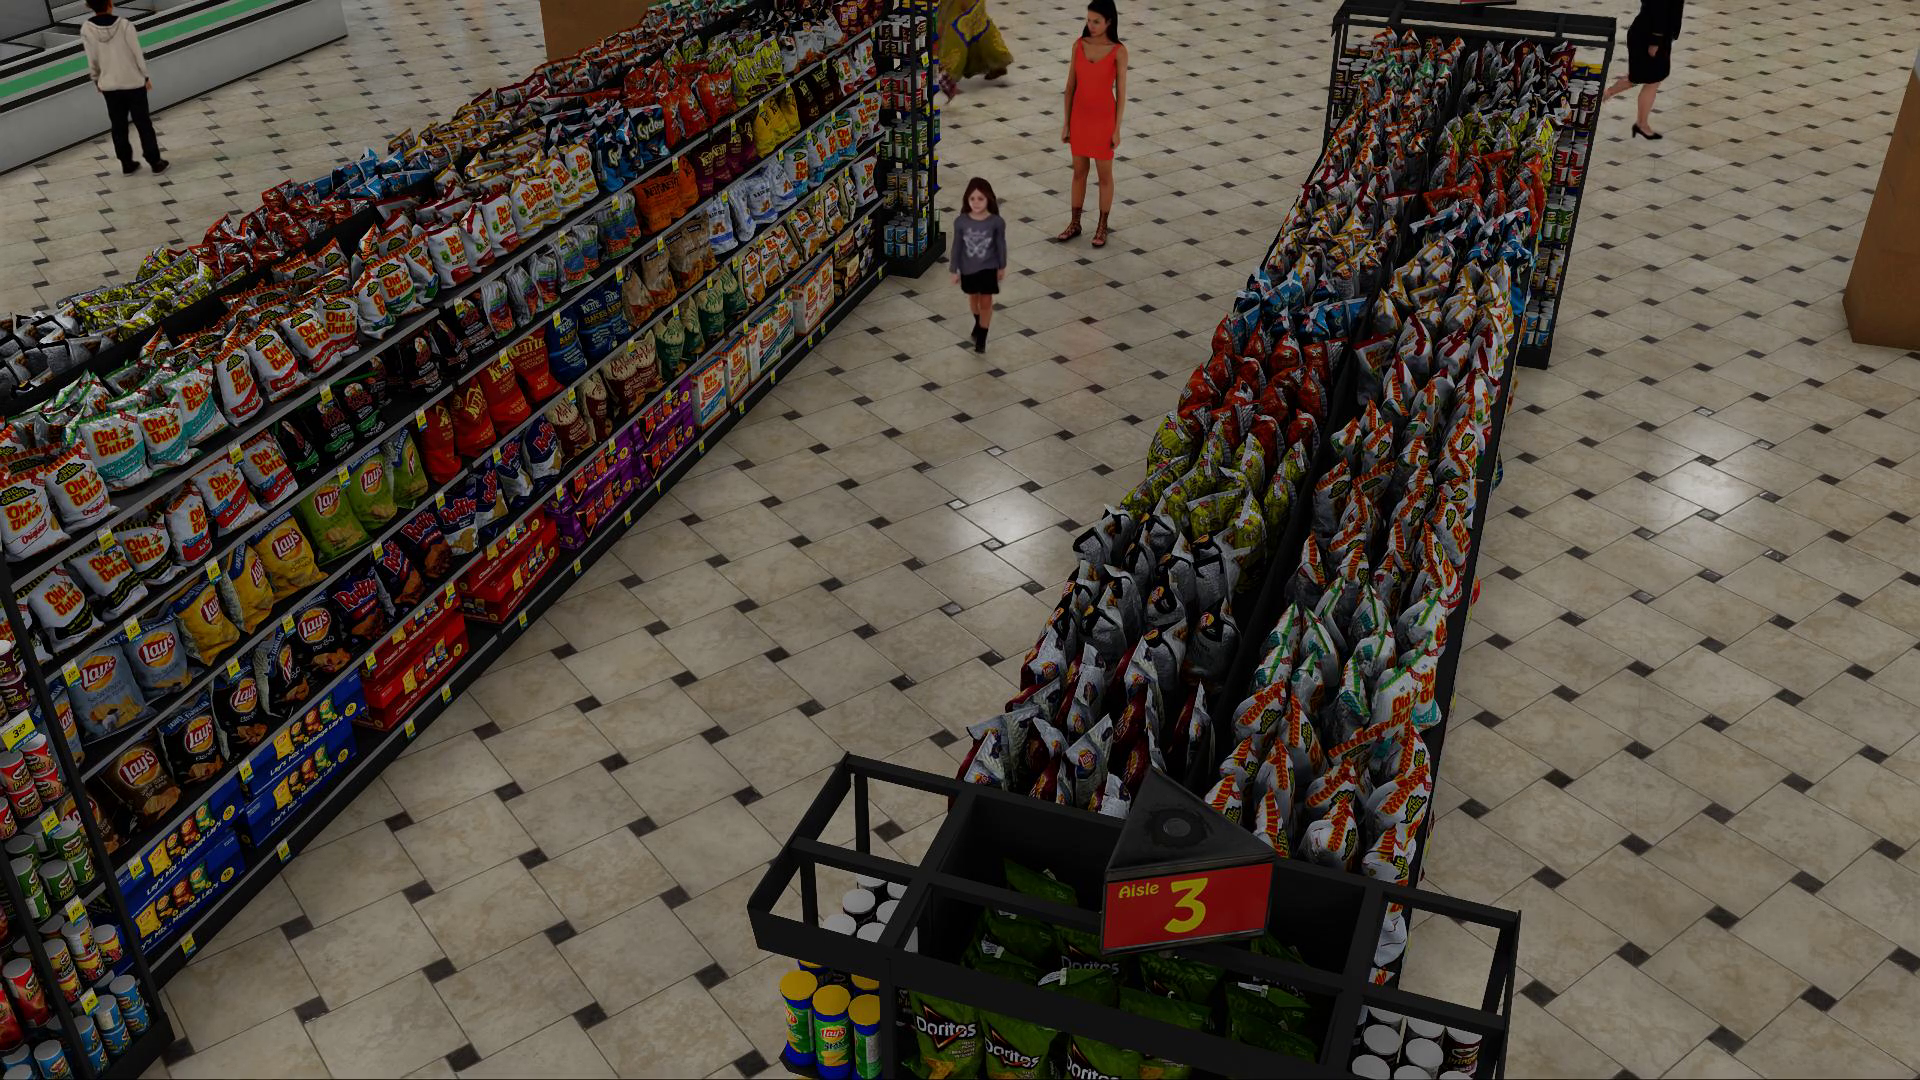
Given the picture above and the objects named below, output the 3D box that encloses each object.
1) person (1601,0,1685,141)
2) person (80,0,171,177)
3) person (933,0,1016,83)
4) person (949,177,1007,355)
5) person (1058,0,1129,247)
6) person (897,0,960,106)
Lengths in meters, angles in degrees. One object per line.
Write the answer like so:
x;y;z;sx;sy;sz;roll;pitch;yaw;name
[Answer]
5.550;-4.082;13.519;0.779;1.660;0.829;9;33;14;person
-6.480;-3.541;12.847;0.649;1.451;0.633;-2;32;-2;person
0.113;-4.863;14.800;0.899;1.634;1.037;6;32;10;person
0.127;-1.722;10.276;0.570;1.079;0.788;5;32;7;person
0.935;-2.911;11.579;0.602;1.722;0.538;14;34;21;person
-0.290;-4.550;14.258;0.836;1.674;0.977;19;37;28;person
